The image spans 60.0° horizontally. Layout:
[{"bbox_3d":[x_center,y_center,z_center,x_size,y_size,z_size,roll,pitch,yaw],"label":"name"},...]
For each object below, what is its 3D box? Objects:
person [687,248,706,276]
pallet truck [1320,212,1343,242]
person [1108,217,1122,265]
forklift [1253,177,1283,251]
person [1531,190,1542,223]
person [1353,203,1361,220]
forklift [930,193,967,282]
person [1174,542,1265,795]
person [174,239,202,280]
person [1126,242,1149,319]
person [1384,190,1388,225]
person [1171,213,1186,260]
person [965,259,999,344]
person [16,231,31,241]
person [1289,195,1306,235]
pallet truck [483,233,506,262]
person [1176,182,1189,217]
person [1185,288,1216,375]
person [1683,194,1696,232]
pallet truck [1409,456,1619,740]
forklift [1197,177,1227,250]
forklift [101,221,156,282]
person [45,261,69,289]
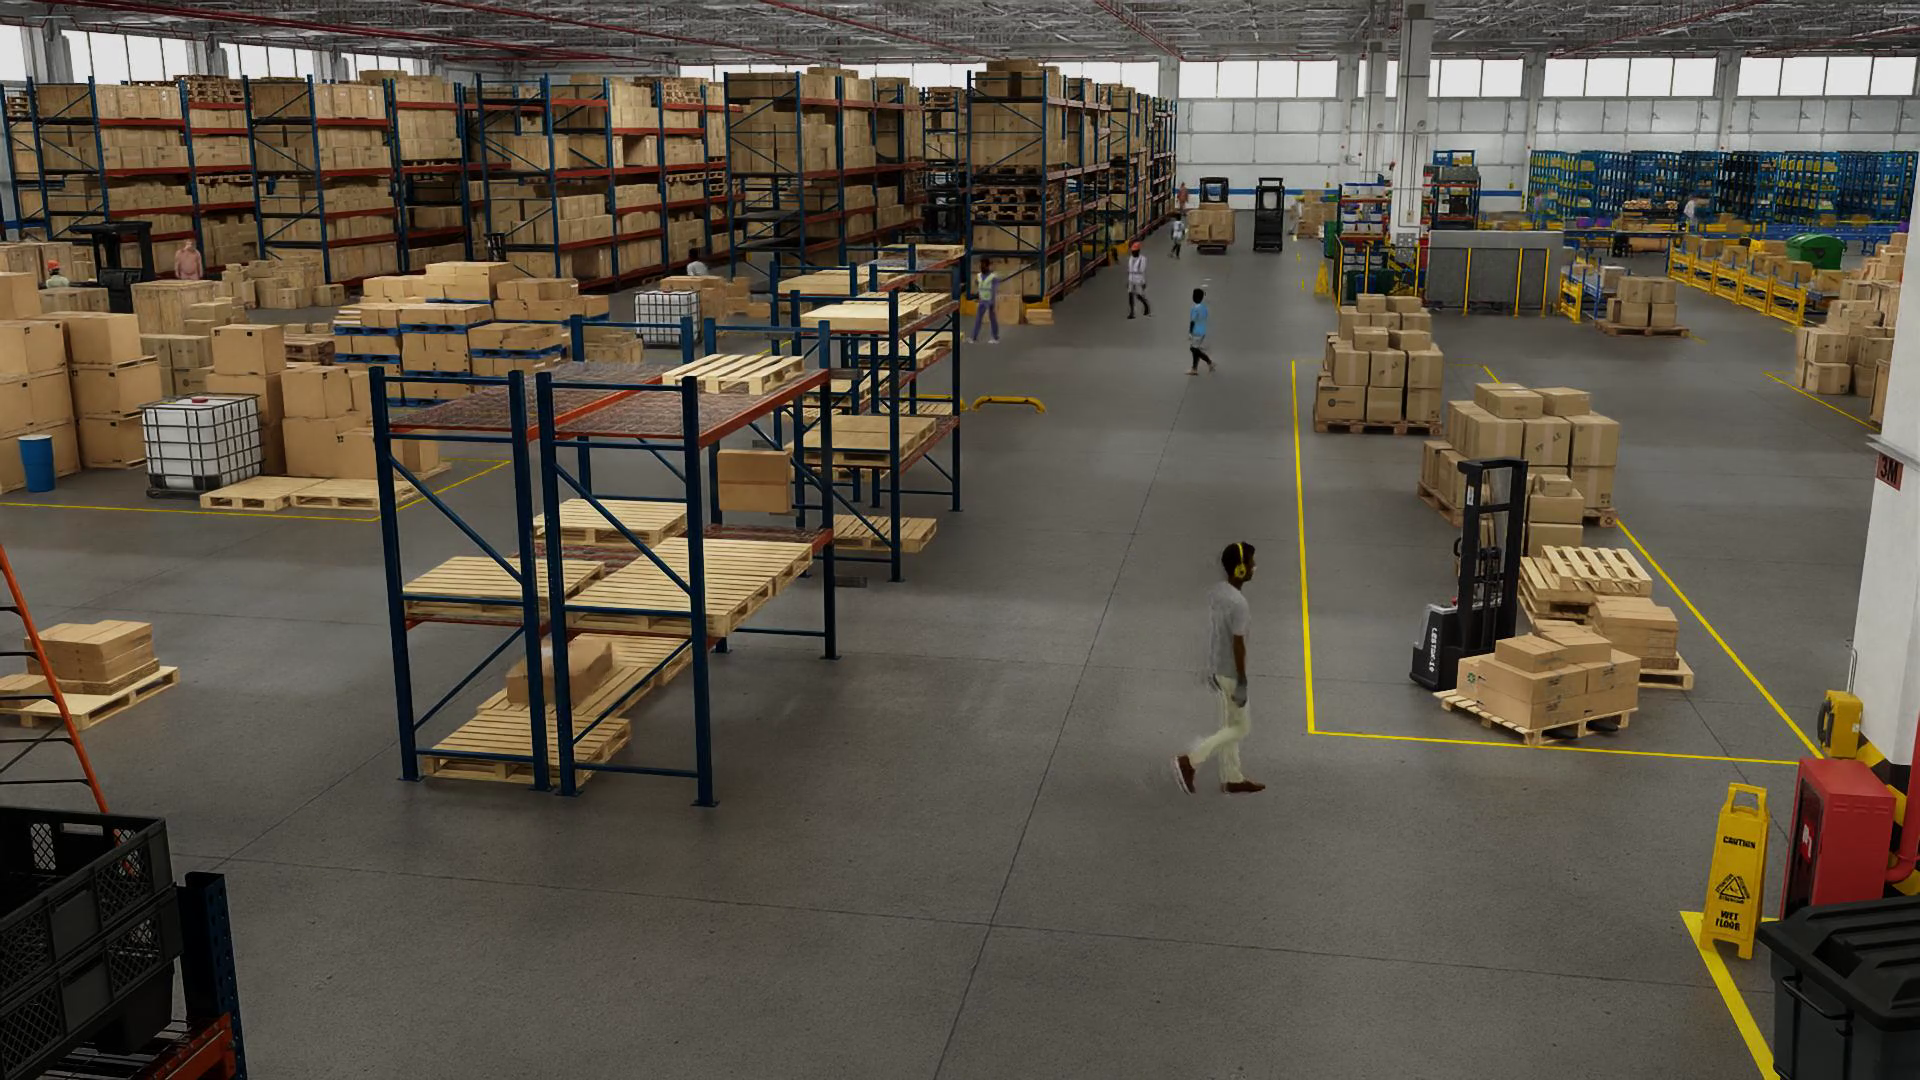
[{"bbox_3d":[-6.272,-5.899,39.123,0.987,1.911,0.625,9,17,33],"label":"person"},{"bbox_3d":[15.874,-13.227,70.310,0.680,1.201,1.601,10,17,35],"label":"pallet truck"},{"bbox_3d":[5.234,-10.446,58.138,0.815,1.654,0.549,6,15,22],"label":"person"},{"bbox_3d":[12.083,-12.747,64.956,1.129,2.768,1.873,3,14,10],"label":"forklift"},{"bbox_3d":[27.765,-15.936,80.145,0.991,1.789,0.589,-1,14,-4],"label":"person"},{"bbox_3d":[15.103,-11.983,63.819,0.666,1.926,0.622,-11,17,-37],"label":"person"},{"bbox_3d":[-0.391,-8.814,48.990,1.129,2.768,1.873,3,14,10],"label":"forklift"},{"bbox_3d":[1.846,0.920,11.580,0.625,1.855,0.535,-3,14,-12],"label":"person"},{"bbox_3d":[-19.932,-6.827,42.994,0.658,1.871,0.853,-6,15,-23],"label":"person"},{"bbox_3d":[4.435,-6.492,41.556,0.550,1.917,0.624,11,17,37],"label":"person"},{"bbox_3d":[20.906,-16.283,81.639,0.339,1.747,0.564,8,16,29],"label":"person"},{"bbox_3d":[7.943,-11.046,60.517,0.368,1.688,0.544,-13,19,-41],"label":"person"},{"bbox_3d":[0.529,-5.212,36.437,0.621,1.864,0.982,13,19,43],"label":"person"},{"bbox_3d":[-28.685,-8.679,51.065,0.505,1.605,0.835,-8,16,-28],"label":"person"},{"bbox_3d":[15.248,-14.598,74.713,0.893,1.799,0.605,4,14,14],"label":"person"},{"bbox_3d":[-11.832,-7.026,43.548,1.885,1.965,0.823,8,16,28],"label":"pallet truck"},{"bbox_3d":[12.224,-18.647,91.029,0.652,1.870,0.894,-6,15,-23],"label":"person"},{"bbox_3d":[4.601,-3.960,31.735,0.598,1.681,0.537,8,16,29],"label":"person"},{"bbox_3d":[32.075,-14.236,73.037,0.693,1.893,0.641,3,14,10],"label":"person"},{"bbox_3d":[4.504,0.400,13.395,0.823,1.965,1.885,-6,15,-23],"label":"pallet truck"},{"bbox_3d":[9.991,-12.876,65.482,1.129,2.768,1.873,3,14,10],"label":"forklift"},{"bbox_3d":[-16.772,-5.071,33.793,1.129,2.768,1.873,3,14,10],"label":"forklift"},{"bbox_3d":[-18.684,-4.784,34.472,0.411,1.988,0.627,3,14,10],"label":"person"}]
